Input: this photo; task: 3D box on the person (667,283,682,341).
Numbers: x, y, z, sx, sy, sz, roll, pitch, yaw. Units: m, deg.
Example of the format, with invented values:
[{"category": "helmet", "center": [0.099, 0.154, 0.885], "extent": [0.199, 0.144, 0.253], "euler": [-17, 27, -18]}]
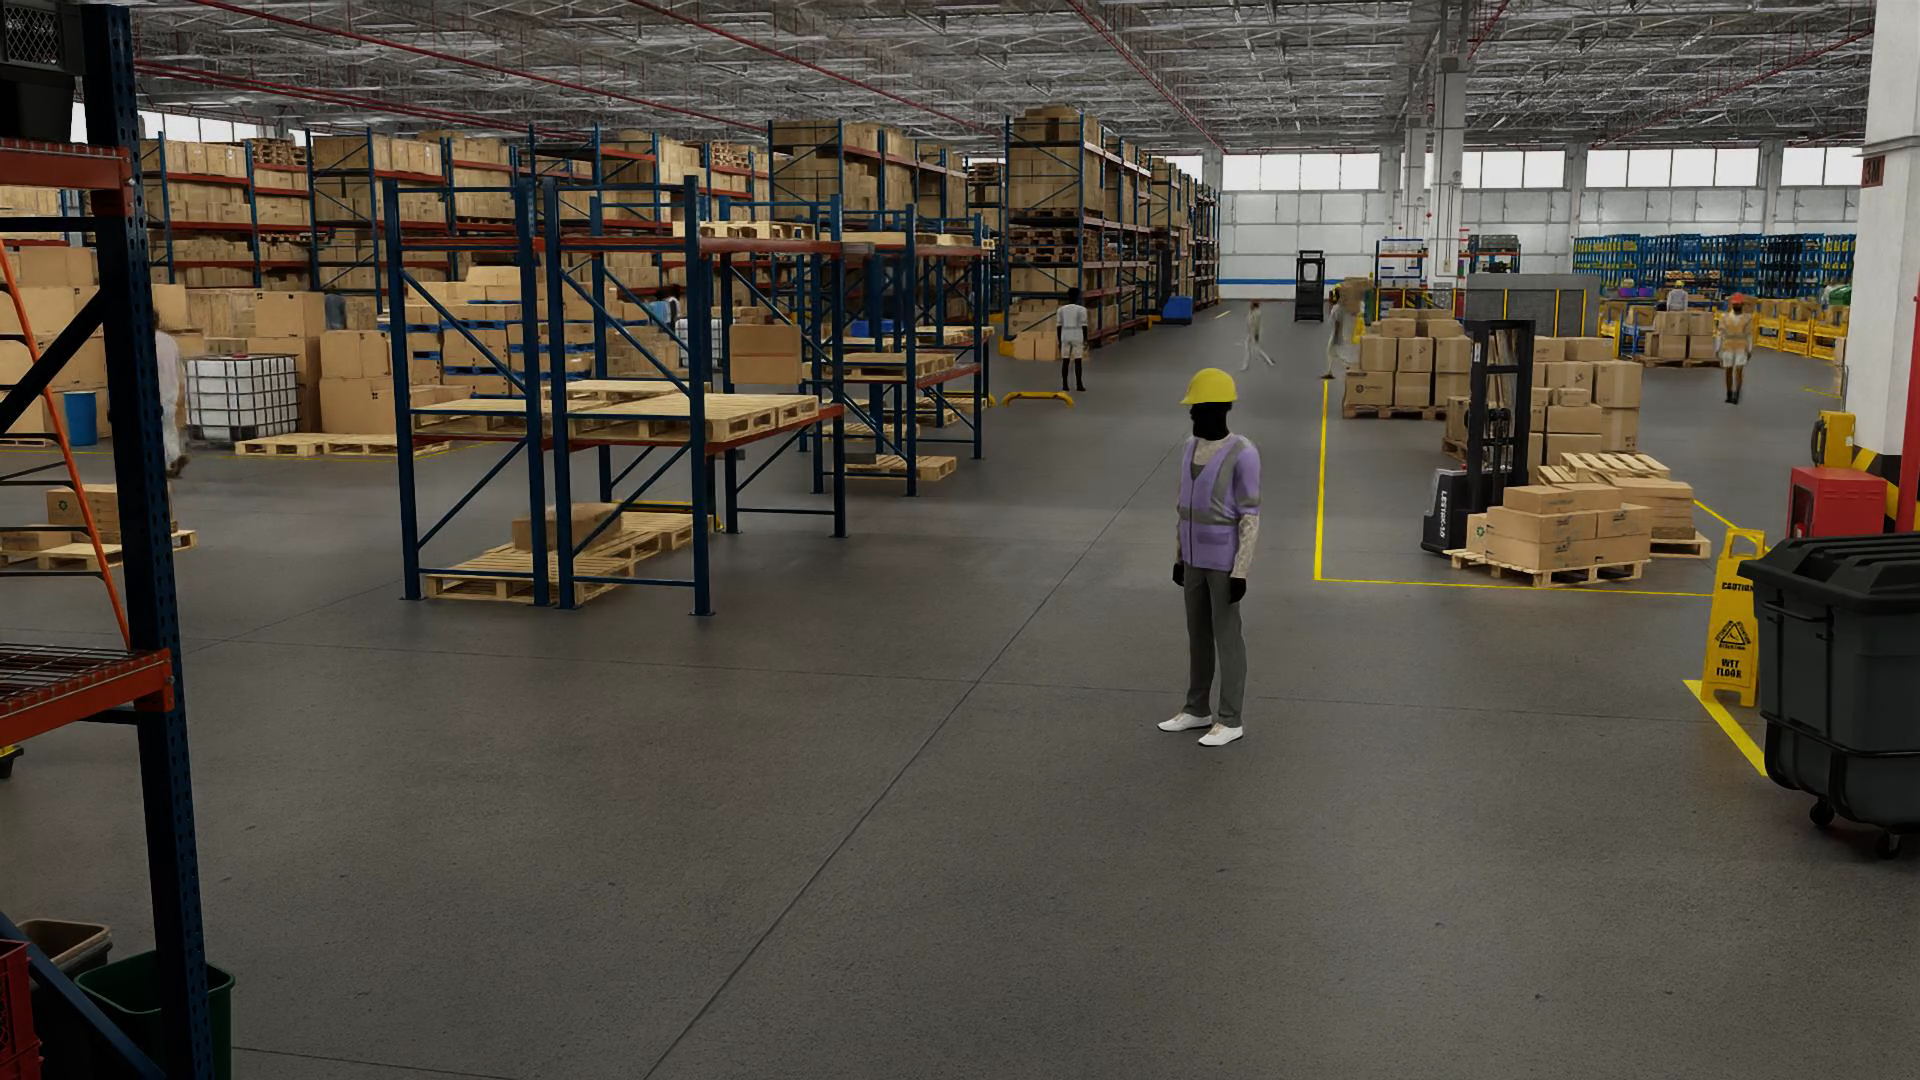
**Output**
[{"category": "person", "center": [-6.840, -5.199, 39.875], "extent": [0.610, 1.898, 0.609], "euler": [-1, 10, -6]}]

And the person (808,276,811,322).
[{"category": "person", "center": [-5.770, -9.516, 65.705], "extent": [0.461, 1.825, 0.641], "euler": [1, 10, 7]}]

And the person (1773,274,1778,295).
[{"category": "person", "center": [39.387, -11.916, 79.989], "extent": [0.896, 1.781, 0.602], "euler": [6, 11, 32]}]

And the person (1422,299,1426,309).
[{"category": "person", "center": [15.792, -7.796, 56.100], "extent": [0.301, 1.626, 0.501], "euler": [-7, 12, -35]}]

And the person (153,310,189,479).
[{"category": "person", "center": [-8.953, -1.629, 18.654], "extent": [0.472, 1.931, 0.668], "euler": [1, 10, 8]}]

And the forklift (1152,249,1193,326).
[{"category": "forklift", "center": [7.646, -9.320, 61.395], "extent": [1.873, 2.768, 1.129], "euler": [2, 10, 11]}]

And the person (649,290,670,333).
[{"category": "person", "center": [-7.587, -5.456, 42.012], "extent": [0.542, 1.695, 0.316], "euler": [-1, 10, -6]}]

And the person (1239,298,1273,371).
[{"category": "person", "center": [6.568, -4.545, 36.851], "extent": [0.677, 1.620, 0.521], "euler": [-2, 10, -12]}]

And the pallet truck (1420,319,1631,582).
[{"category": "pallet truck", "center": [4.543, -0.757, 13.299], "extent": [0.823, 1.965, 1.885], "euler": [-4, 10, -22]}]

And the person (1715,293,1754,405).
[{"category": "person", "center": [13.264, -3.268, 28.498], "extent": [0.560, 1.890, 0.973], "euler": [6, 11, 31]}]

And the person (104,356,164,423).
[{"category": "person", "center": [-8.924, -1.437, 17.865], "extent": [0.615, 1.815, 0.641], "euler": [3, 10, 18]}]

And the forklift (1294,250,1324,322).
[{"category": "forklift", "center": [13.778, -10.002, 65.433], "extent": [1.129, 2.768, 1.873], "euler": [2, 10, 12]}]

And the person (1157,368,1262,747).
[{"category": "person", "center": [1.283, 0.086, 8.517], "extent": [0.369, 1.927, 0.588], "euler": [-6, 11, -30]}]

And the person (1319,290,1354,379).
[{"category": "person", "center": [7.809, -4.243, 34.383], "extent": [0.602, 1.852, 0.529], "euler": [3, 10, 16]}]

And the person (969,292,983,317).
[{"category": "person", "center": [0.602, -7.822, 56.134], "extent": [0.546, 1.643, 0.897], "euler": [2, 10, 11]}]

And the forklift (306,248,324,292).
[{"category": "forklift", "center": [-20.097, -7.795, 52.364], "extent": [1.873, 2.768, 1.129], "euler": [2, 10, 12]}]

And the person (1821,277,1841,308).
[{"category": "person", "center": [30.214, -8.188, 57.712], "extent": [0.972, 1.856, 0.658], "euler": [-4, 10, -21]}]

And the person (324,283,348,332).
[{"category": "person", "center": [-14.467, -4.966, 38.425], "extent": [0.628, 1.932, 0.366], "euler": [-2, 10, -9]}]

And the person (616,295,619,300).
[{"category": "person", "center": [-8.486, -5.247, 40.979], "extent": [0.526, 1.632, 0.312], "euler": [1, 10, 6]}]

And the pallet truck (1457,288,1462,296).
[{"category": "pallet truck", "center": [20.506, -9.785, 68.819], "extent": [0.653, 1.274, 1.630], "euler": [2, 10, 12]}]

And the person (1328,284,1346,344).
[{"category": "person", "center": [10.970, -6.566, 48.381], "extent": [0.524, 1.770, 0.315], "euler": [-2, 10, -12]}]

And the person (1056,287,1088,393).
[{"category": "person", "center": [2.090, -3.713, 30.895], "extent": [0.603, 1.967, 0.366], "euler": [4, 10, 23]}]

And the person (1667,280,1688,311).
[{"category": "person", "center": [22.706, -7.312, 52.662], "extent": [0.627, 1.804, 0.738], "euler": [3, 10, 18]}]

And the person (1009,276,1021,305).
[{"category": "person", "center": [1.925, -8.361, 58.198], "extent": [0.389, 2.039, 0.613], "euler": [-3, 10, -18]}]

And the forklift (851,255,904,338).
[{"category": "forklift", "center": [-1.783, -5.382, 38.074], "extent": [1.129, 2.768, 1.873], "euler": [2, 10, 12]}]
